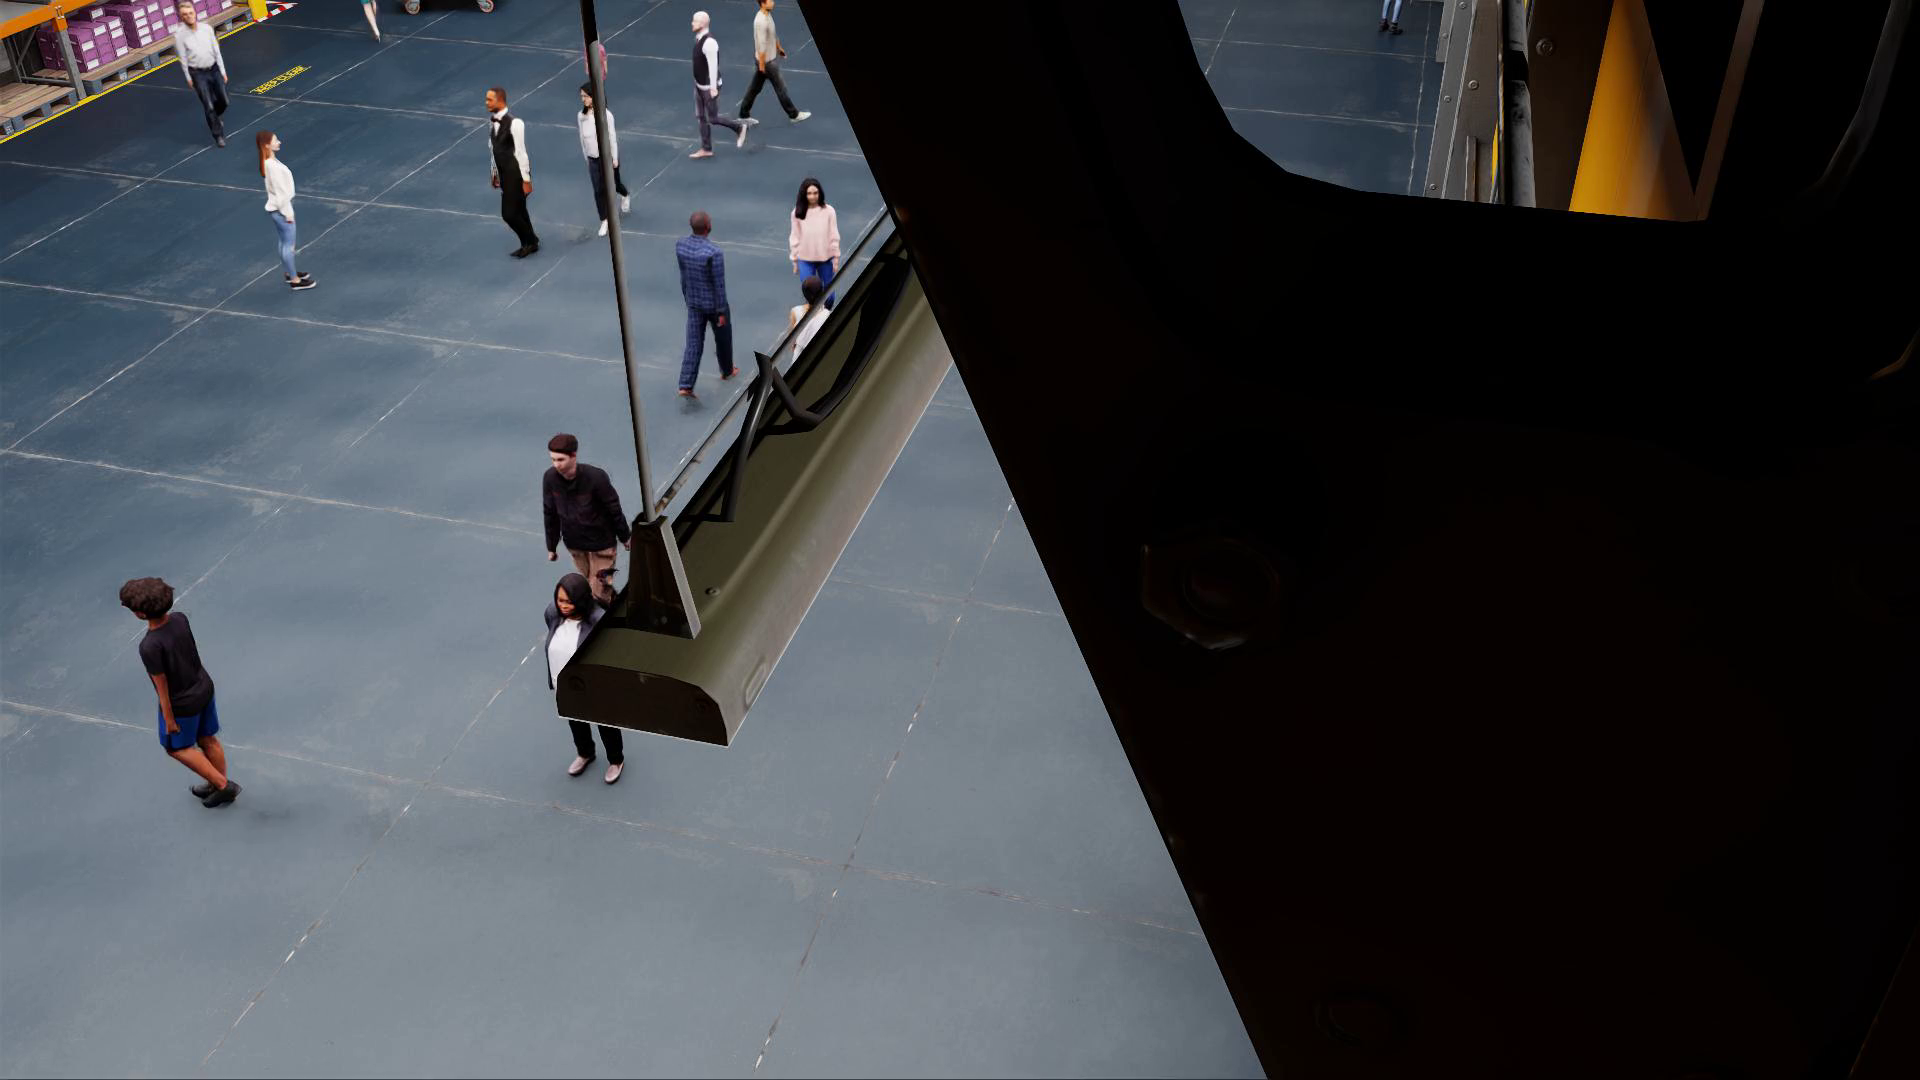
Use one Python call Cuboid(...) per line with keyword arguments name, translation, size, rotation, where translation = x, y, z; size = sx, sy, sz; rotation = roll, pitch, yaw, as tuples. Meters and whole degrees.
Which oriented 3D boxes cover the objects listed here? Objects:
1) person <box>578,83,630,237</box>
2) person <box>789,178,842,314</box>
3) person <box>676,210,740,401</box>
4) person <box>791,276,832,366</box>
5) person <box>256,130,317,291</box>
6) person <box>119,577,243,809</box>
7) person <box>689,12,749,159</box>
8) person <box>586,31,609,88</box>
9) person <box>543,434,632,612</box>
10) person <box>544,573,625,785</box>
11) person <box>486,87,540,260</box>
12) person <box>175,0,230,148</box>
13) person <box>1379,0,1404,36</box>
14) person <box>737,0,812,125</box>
Cuboid(name="person", translation=(-3.996, -4.331, 18.758), size=(0.676, 1.669, 1.060), rotation=(5, 34, 7))
Cuboid(name="person", translation=(-1.414, -2.726, 16.265), size=(0.828, 1.755, 0.988), rotation=(-2, 34, -4))
Cuboid(name="person", translation=(-2.404, -2.141, 15.355), size=(0.750, 1.789, 1.165), rotation=(12, 35, 17))
Cuboid(name="person", translation=(-1.324, -1.518, 14.602), size=(0.676, 1.586, 1.083), rotation=(4, 34, 6))
Cuboid(name="person", translation=(-7.114, -3.471, 17.444), size=(0.763, 1.692, 0.695), rotation=(-17, 37, -23))
Cuboid(name="person", translation=(-4.877, 1.007, 10.621), size=(0.694, 1.787, 0.613), rotation=(7, 34, 11))
Cuboid(name="person", translation=(-3.038, -5.596, 20.543), size=(1.125, 1.800, 1.077), rotation=(-16, 37, -23))
Cuboid(name="person", translation=(-4.900, -6.389, 22.442), size=(0.535, 1.018, 0.597), rotation=(-9, 35, -14))
Cuboid(name="person", translation=(-2.623, -0.004, 12.054), size=(0.732, 1.885, 1.066), rotation=(8, 35, 12))
Cuboid(name="person", translation=(-2.468, 0.901, 10.954), size=(0.653, 1.595, 0.639), rotation=(9, 35, 14))
Cuboid(name="person", translation=(-4.767, -3.989, 18.030), size=(0.861, 1.906, 0.846), rotation=(-29, 43, -36))
Cuboid(name="person", translation=(-9.559, -5.927, 21.033), size=(0.977, 1.809, 1.011), rotation=(-21, 39, -29))
Cuboid(name="person", translation=(6.593, -8.517, 25.010), size=(0.697, 1.720, 0.651), rotation=(-21, 39, -28))
Cuboid(name="person", translation=(-2.603, -6.184, 21.465), size=(1.046, 1.758, 1.227), rotation=(-5, 34, -8))
